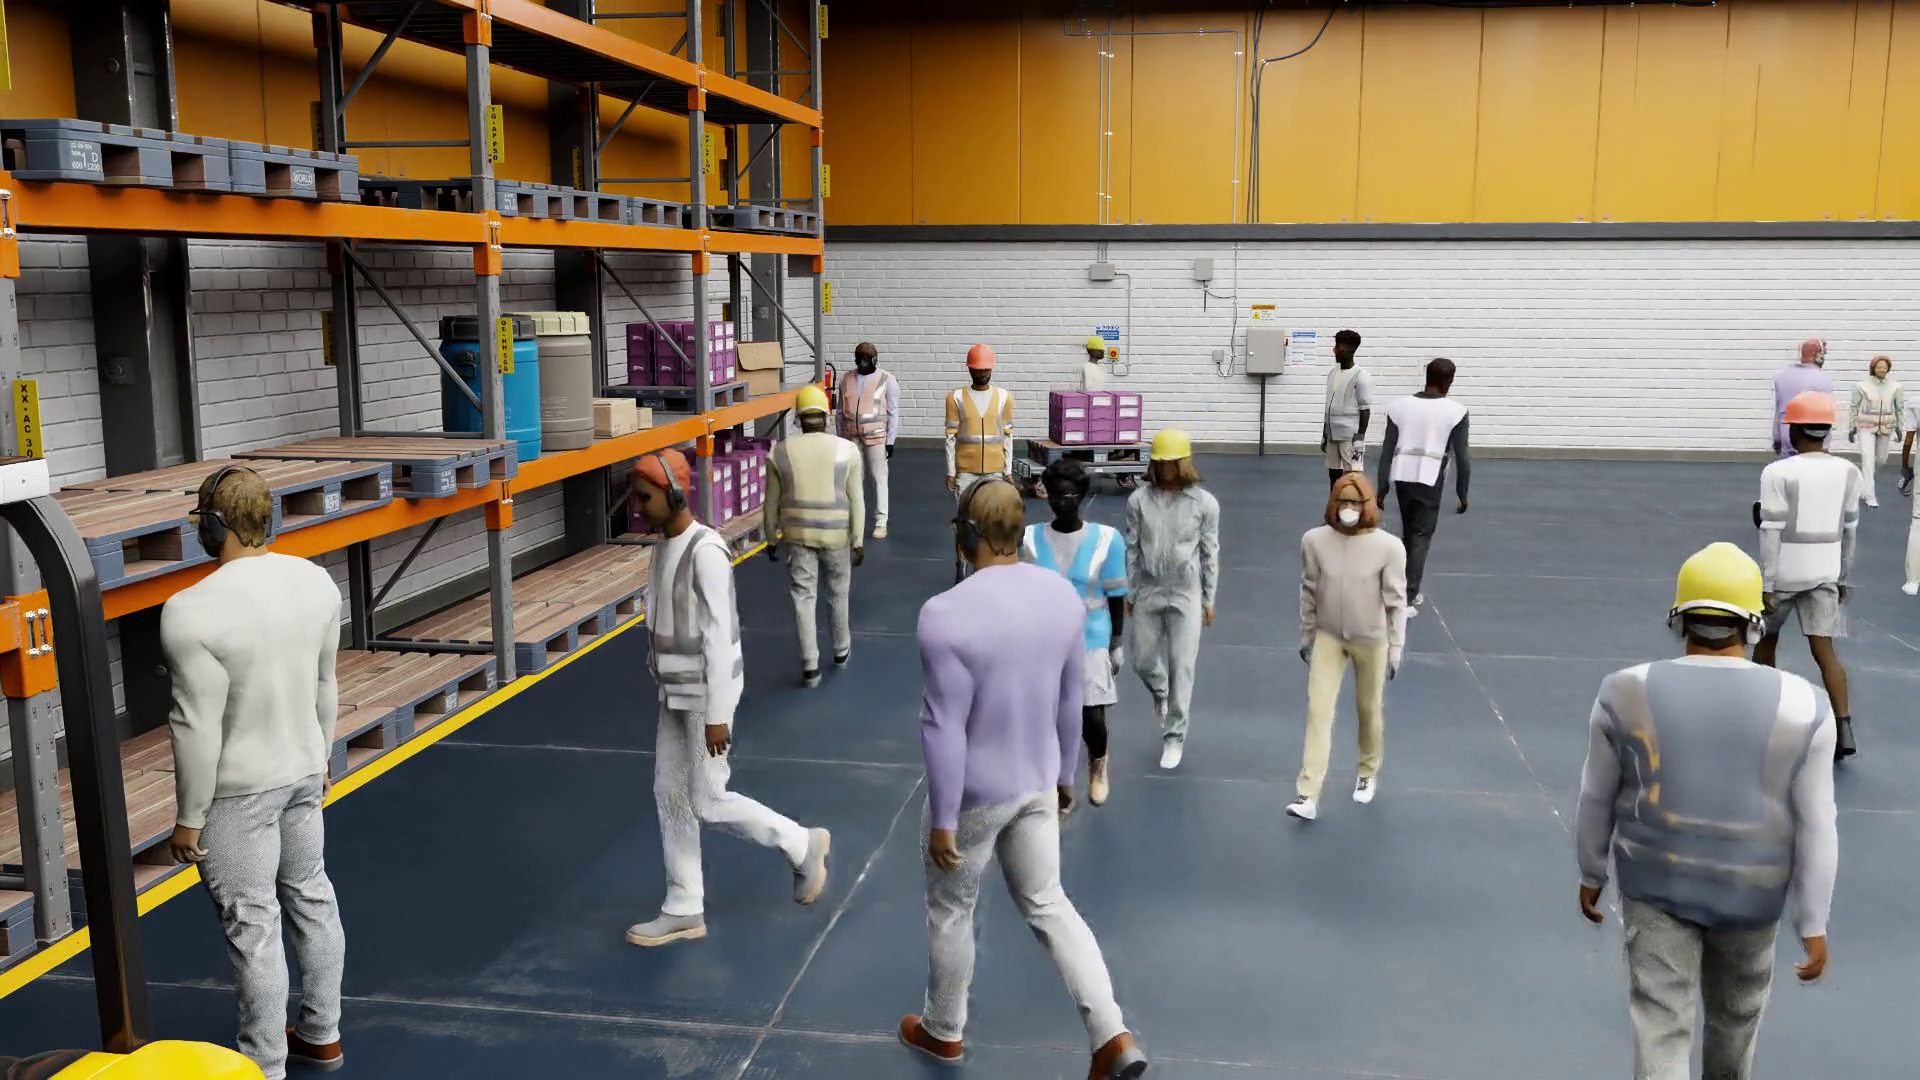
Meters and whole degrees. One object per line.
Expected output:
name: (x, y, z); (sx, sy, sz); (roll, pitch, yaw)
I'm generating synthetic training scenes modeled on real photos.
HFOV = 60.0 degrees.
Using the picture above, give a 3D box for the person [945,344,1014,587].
person: (0.158, -0.571, 13.094); (0.551, 1.934, 0.362); (-1, 9, -8)

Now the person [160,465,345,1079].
person: (-2.116, 0.740, 5.002); (0.372, 1.940, 0.630); (3, 10, 19)

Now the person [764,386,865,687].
person: (-0.887, -0.042, 10.225); (0.622, 1.799, 0.752); (0, 9, -1)

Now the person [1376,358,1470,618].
person: (3.378, -0.382, 12.113); (0.610, 1.871, 0.783); (7, 11, 37)

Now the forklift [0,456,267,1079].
forklift: (-2.328, 0.975, 2.765); (2.313, 2.155, 1.214); (1, 9, 9)

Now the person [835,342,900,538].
person: (-0.888, -0.936, 15.635); (0.627, 1.844, 0.429); (3, 10, 19)

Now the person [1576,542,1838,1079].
person: (1.996, 0.890, 4.498); (0.623, 1.791, 0.904); (4, 10, 23)

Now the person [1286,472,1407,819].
person: (1.777, 0.488, 7.615); (0.519, 1.585, 0.842); (5, 10, 27)

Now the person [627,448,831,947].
person: (-0.898, 0.579, 6.228); (0.712, 1.864, 0.630); (-5, 11, -30)

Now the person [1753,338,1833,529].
person: (7.860, -0.951, 15.584); (0.639, 1.883, 0.655); (-3, 10, -18)

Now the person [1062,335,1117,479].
person: (1.548, -1.602, 20.073); (0.819, 1.740, 0.527); (5, 11, 30)

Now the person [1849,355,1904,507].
person: (9.835, -1.191, 17.899); (0.518, 1.614, 0.762); (2, 9, 11)

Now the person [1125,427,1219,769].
person: (1.093, 0.270, 8.560); (0.488, 1.729, 0.578); (3, 10, 19)

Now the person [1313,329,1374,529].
person: (3.587, -0.985, 15.552); (0.367, 1.966, 0.607); (-4, 10, -25)

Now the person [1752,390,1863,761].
person: (4.422, 0.170, 8.670); (0.560, 1.896, 0.984); (-1, 9, -4)

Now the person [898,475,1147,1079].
person: (0.171, 0.758, 5.012); (0.640, 1.912, 0.921); (-8, 12, -39)

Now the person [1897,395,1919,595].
person: (7.529, -0.488, 12.823); (0.513, 1.860, 0.329); (6, 11, 34)

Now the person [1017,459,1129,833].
person: (0.483, 0.467, 7.460); (0.536, 1.688, 0.421); (2, 9, 13)
